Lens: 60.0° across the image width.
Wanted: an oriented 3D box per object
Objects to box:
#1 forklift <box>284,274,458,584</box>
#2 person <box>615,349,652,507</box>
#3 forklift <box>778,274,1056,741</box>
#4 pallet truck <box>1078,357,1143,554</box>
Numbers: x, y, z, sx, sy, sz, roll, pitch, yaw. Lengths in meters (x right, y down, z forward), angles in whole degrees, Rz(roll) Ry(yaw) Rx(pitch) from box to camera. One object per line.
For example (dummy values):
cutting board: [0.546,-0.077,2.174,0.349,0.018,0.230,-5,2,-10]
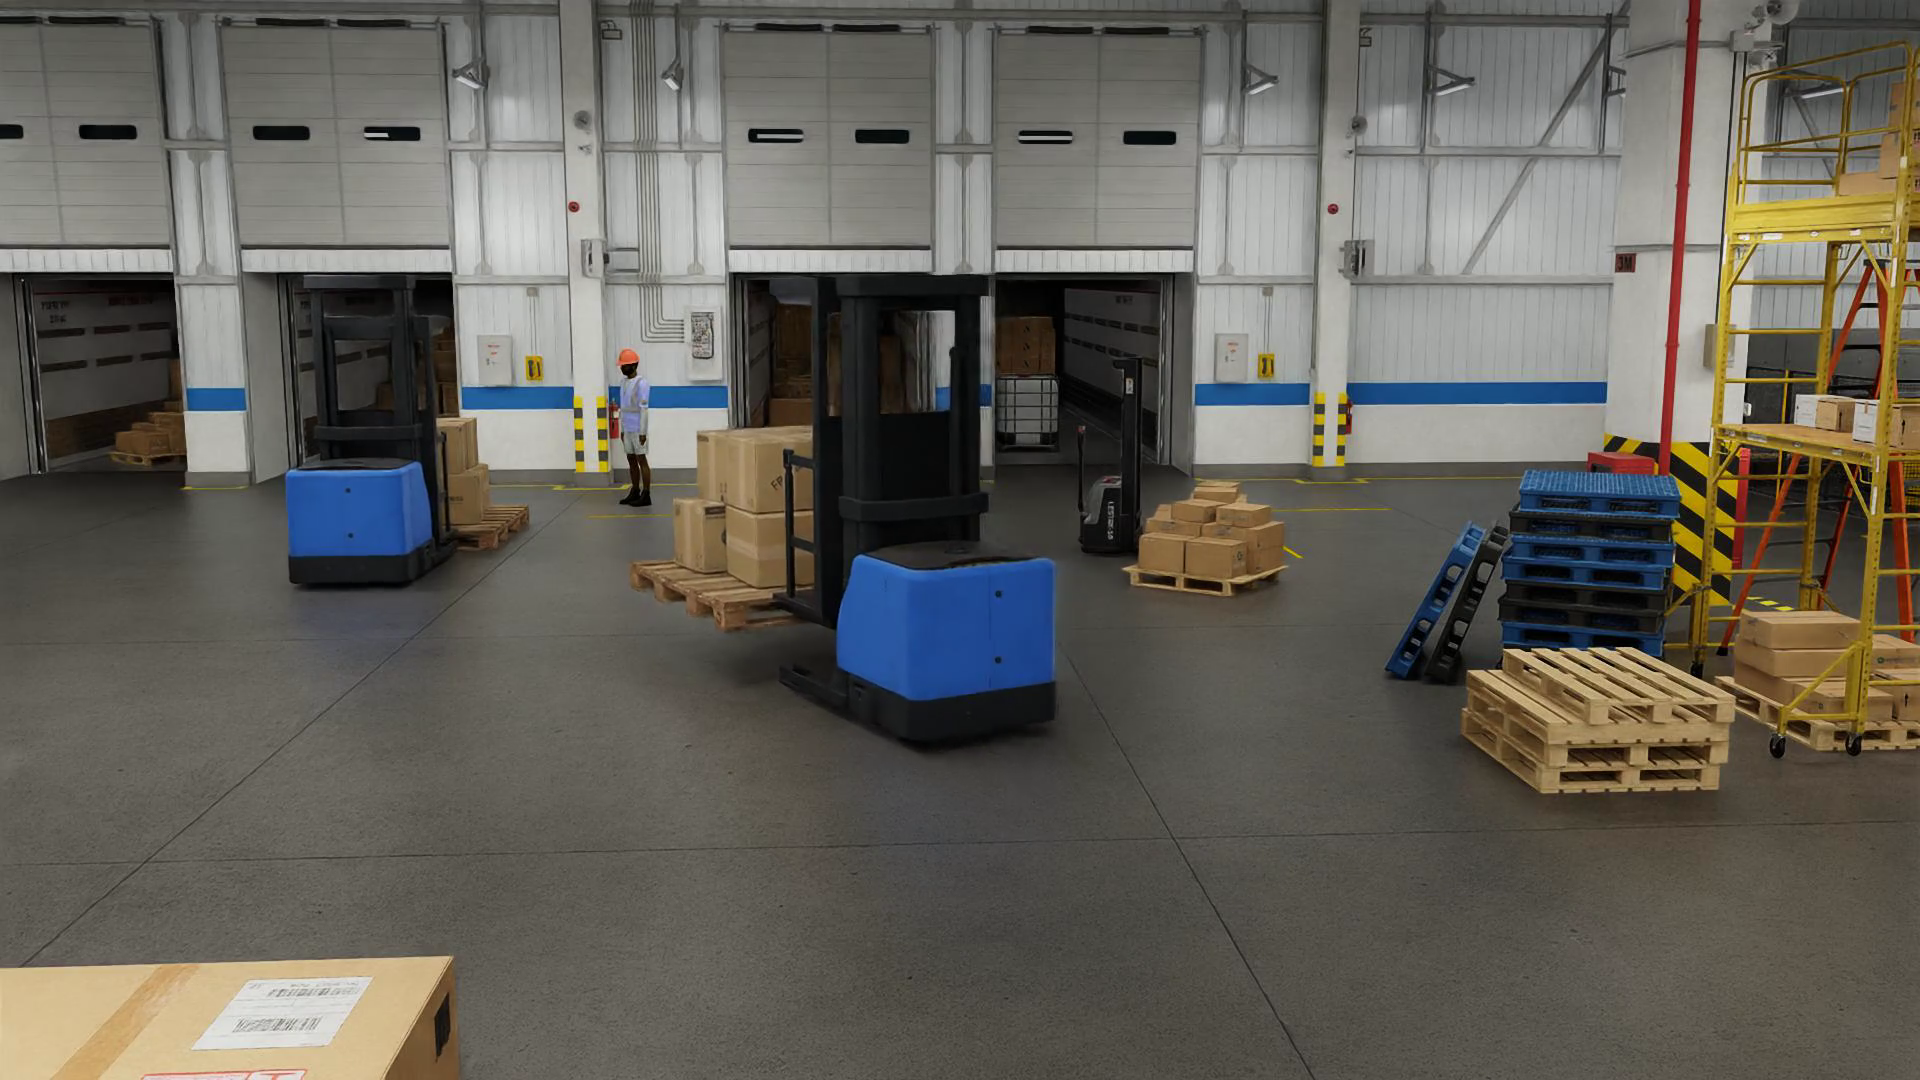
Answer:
forklift: [-5.548,-1.087,15.570,1.129,2.768,1.873,-1,9,-4]
person: [-4.005,-1.370,20.335,0.389,1.930,0.544,-8,12,-41]
forklift: [-0.289,-0.301,10.639,1.129,2.768,1.873,-5,10,-30]
pallet truck: [2.088,-0.836,16.757,1.885,1.965,0.823,2,9,13]
